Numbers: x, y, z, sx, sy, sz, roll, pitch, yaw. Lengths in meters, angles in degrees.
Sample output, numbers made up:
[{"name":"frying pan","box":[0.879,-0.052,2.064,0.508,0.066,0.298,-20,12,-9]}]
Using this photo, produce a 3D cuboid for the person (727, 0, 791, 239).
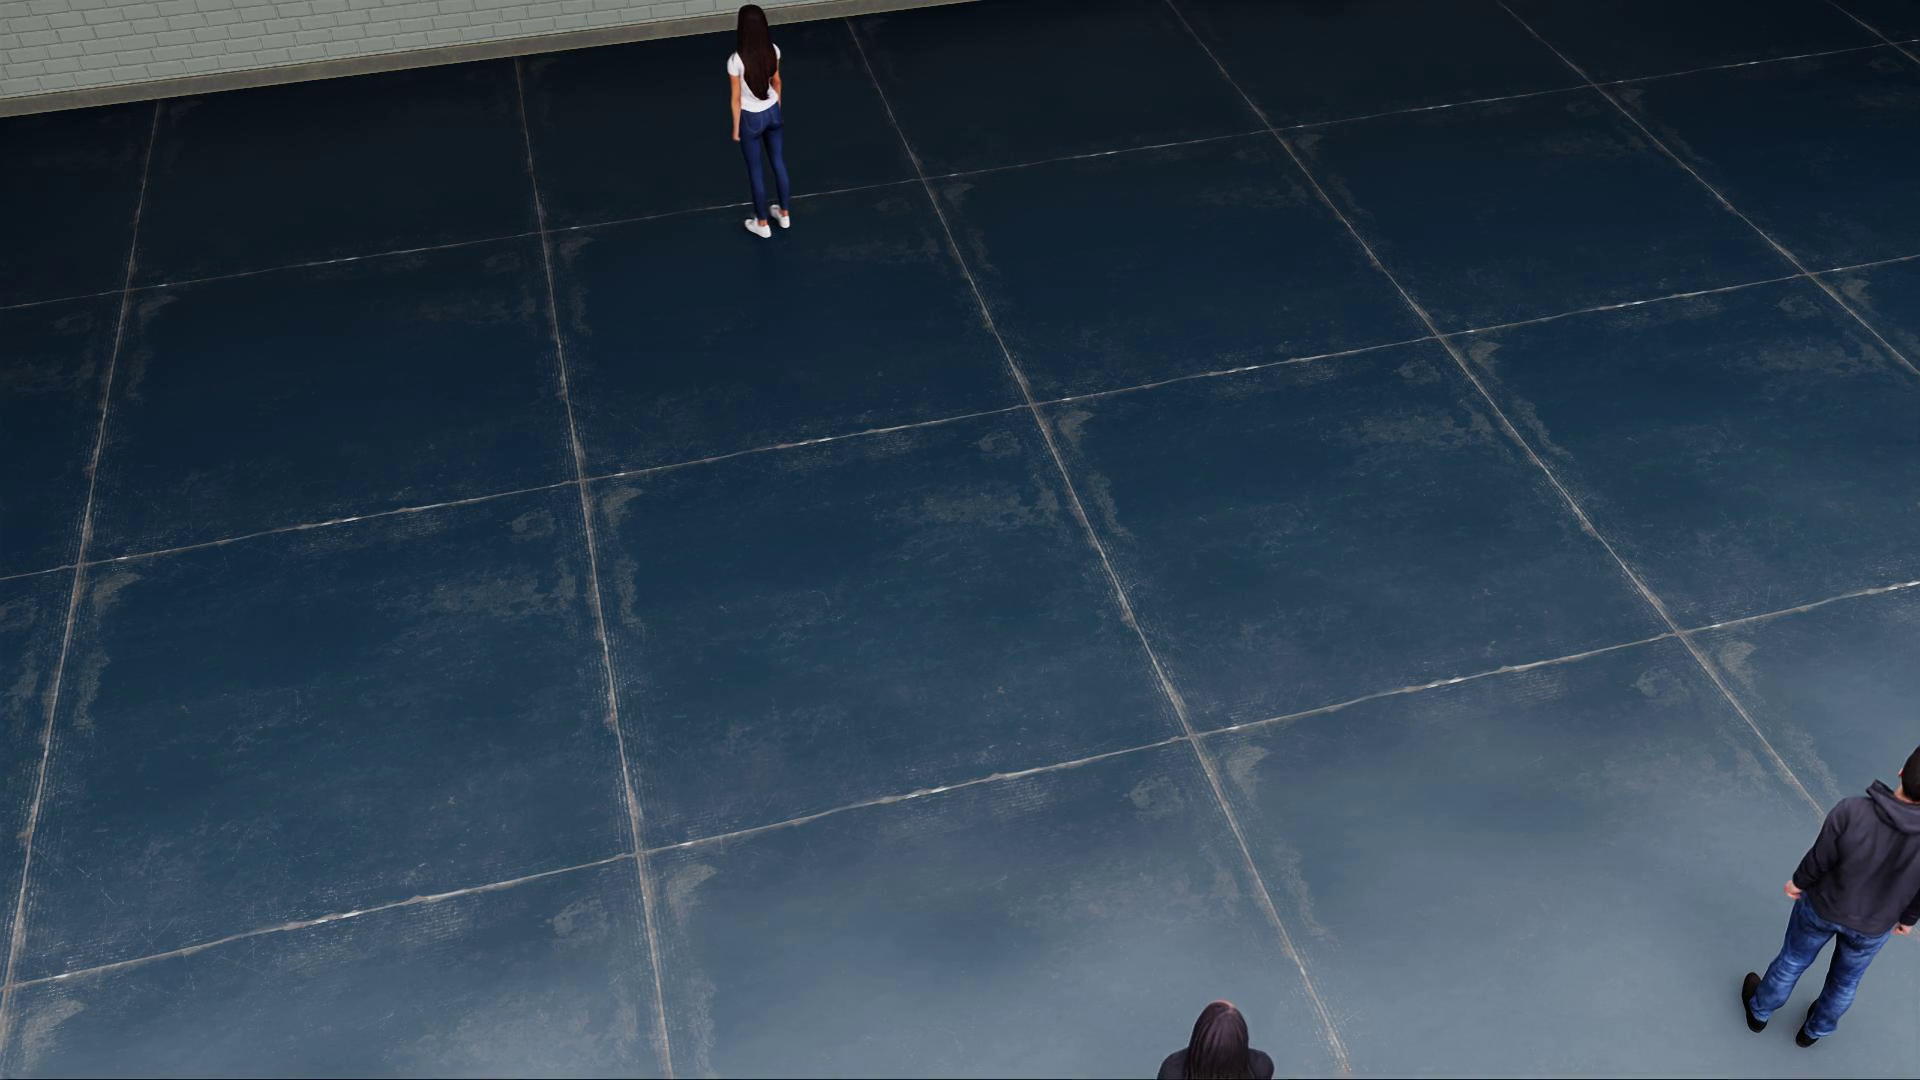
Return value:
[{"name":"person","box":[-1.454,-3.054,12.156,0.653,1.775,0.651,-32,52,-30]}]

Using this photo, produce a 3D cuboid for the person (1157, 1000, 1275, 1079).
[{"name":"person","box":[0.947,2.310,6.446,0.642,1.728,0.629,-5,43,-5]}]

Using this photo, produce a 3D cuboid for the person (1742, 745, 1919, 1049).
[{"name":"person","box":[3.823,1.561,7.127,0.756,1.894,0.794,18,46,18]}]
